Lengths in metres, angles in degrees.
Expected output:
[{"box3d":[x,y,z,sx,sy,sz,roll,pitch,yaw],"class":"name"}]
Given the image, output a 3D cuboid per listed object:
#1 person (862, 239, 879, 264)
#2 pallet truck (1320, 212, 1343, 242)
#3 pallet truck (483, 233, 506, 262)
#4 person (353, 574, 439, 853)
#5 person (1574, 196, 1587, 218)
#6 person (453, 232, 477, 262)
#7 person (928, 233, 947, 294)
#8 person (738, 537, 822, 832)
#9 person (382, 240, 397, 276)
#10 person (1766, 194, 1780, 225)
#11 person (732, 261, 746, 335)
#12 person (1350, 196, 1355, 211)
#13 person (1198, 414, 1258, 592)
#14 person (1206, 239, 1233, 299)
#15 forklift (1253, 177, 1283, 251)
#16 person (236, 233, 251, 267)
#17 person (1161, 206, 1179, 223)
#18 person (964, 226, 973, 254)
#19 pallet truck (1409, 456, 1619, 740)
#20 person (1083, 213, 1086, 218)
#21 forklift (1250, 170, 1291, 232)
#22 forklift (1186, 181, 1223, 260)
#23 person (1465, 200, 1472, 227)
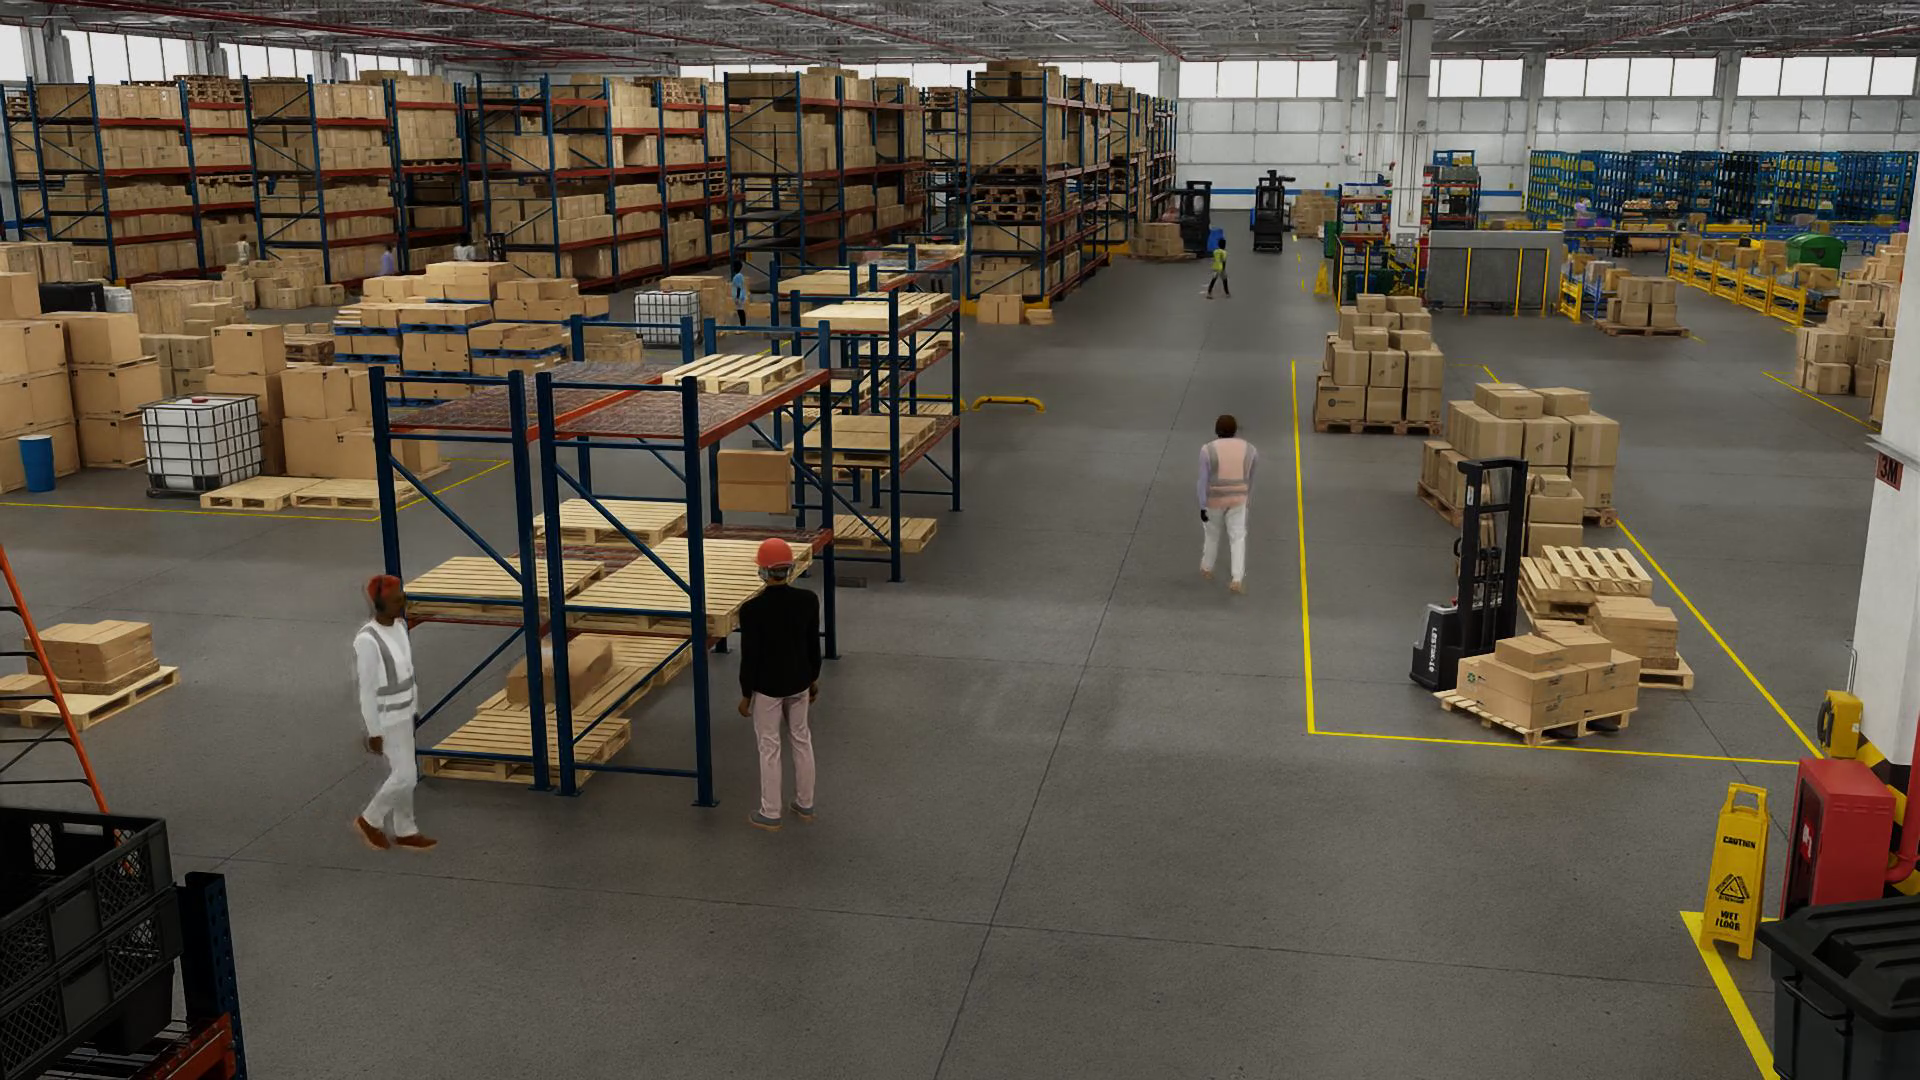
[{"box3d":[-2.215,-6.857,43.139,0.644,1.866,0.958,5,15,19],"class":"person"},{"box3d":[15.874,-13.227,70.310,0.680,1.201,1.601,10,17,35],"class":"pallet truck"},{"box3d":[-11.832,-7.026,43.548,1.885,1.965,0.823,8,16,28],"class":"pallet truck"},{"box3d":[-3.633,1.132,10.677,0.423,1.873,0.599,1,14,4],"class":"person"},{"box3d":[26.918,-14.016,72.233,0.563,1.847,0.388,-3,14,-10],"class":"person"},{"box3d":[-13.318,-7.310,44.796,0.613,1.949,0.521,2,14,7],"class":"person"},{"box3d":[-0.617,-7.414,45.329,0.551,1.911,0.867,2,14,7],"class":"person"},{"box3d":[-1.212,0.960,11.127,0.625,1.992,0.386,-11,17,-37],"class":"person"},{"box3d":[-14.244,-6.538,41.714,0.440,1.924,0.655,-2,14,-8],"class":"person"},{"box3d":[37.524,-15.112,76.802,0.626,1.780,0.921,2,14,10],"class":"person"},{"box3d":[-5.091,-5.576,38.277,0.317,1.695,0.540,0,14,0],"class":"person"},{"box3d":[20.655,-17.764,87.693,0.485,1.735,0.347,-11,18,-38],"class":"person"},{"box3d":[2.726,-0.392,17.040,0.627,1.798,0.996,-1,14,-6],"class":"person"},{"box3d":[7.231,-7.548,46.390,0.866,1.656,0.538,-9,17,-34],"class":"person"},{"box3d":[12.083,-12.747,64.956,1.129,2.768,1.873,3,14,10],"class":"forklift"},{"box3d":[-21.489,-8.407,49.976,0.533,1.588,0.853,5,15,18],"class":"person"},{"box3d":[7.815,-11.537,62.179,0.641,1.846,1.022,-1,14,-4],"class":"person"},{"box3d":[0.478,-11.816,63.450,1.027,1.773,0.562,-13,19,-42],"class":"person"},{"box3d":[4.504,0.400,13.395,0.823,1.965,1.885,-6,15,-23],"class":"pallet truck"},{"box3d":[5.768,-15.443,77.909,0.403,1.906,0.651,-9,16,-31],"class":"person"},{"box3d":[14.390,-15.672,76.831,1.873,2.768,1.129,2,14,10],"class":"forklift"},{"box3d":[8.674,-11.674,60.600,1.873,2.768,1.129,-13,19,-43],"class":"forklift"},{"box3d":[20.028,-12.438,65.658,0.613,1.930,0.624,-2,14,-6],"class":"person"}]
